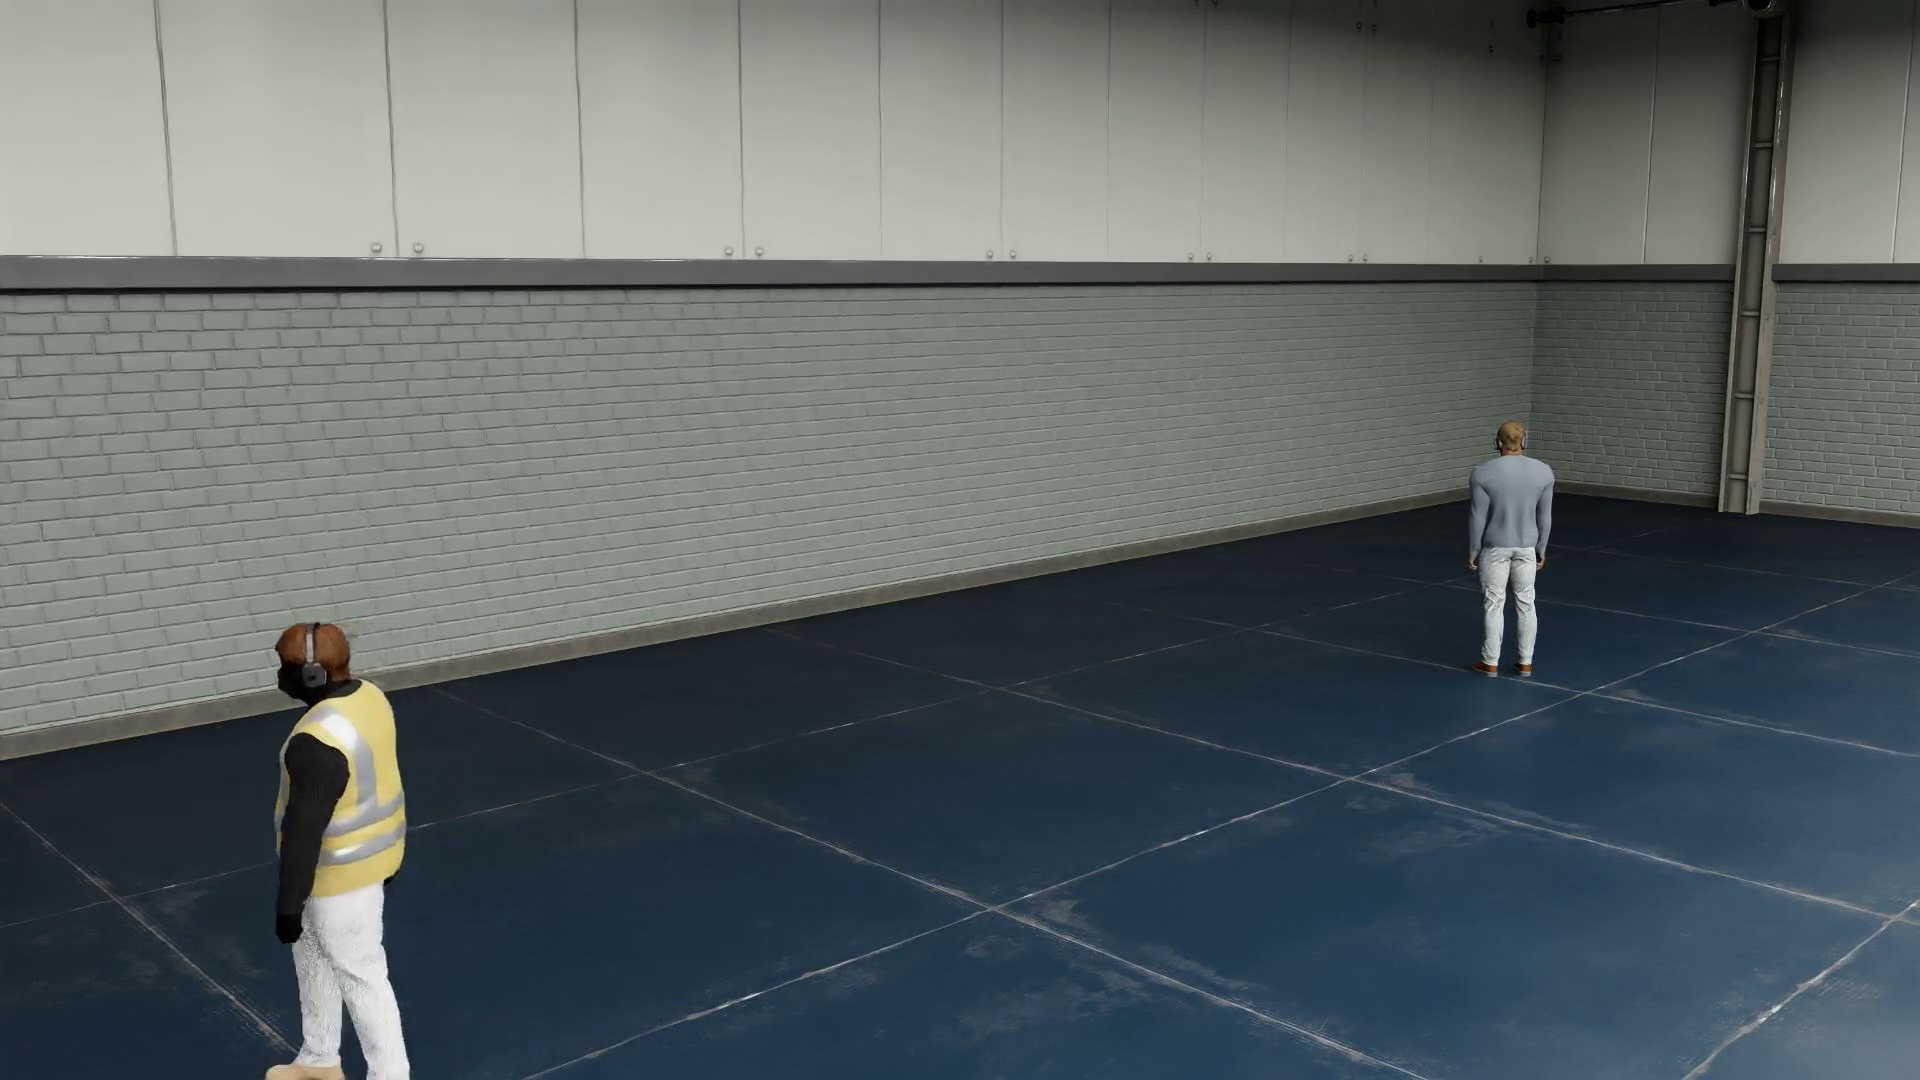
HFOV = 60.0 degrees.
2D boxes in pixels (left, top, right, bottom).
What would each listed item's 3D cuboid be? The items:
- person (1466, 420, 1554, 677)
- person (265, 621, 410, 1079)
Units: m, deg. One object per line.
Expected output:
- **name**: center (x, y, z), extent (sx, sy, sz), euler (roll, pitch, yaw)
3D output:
- **person**: center (4.102, 0.071, 12.463), extent (0.627, 1.934, 0.374), euler (0, 9, 0)
- **person**: center (-2.308, 1.185, 5.928), extent (0.741, 1.813, 0.644), euler (-1, 9, -3)
